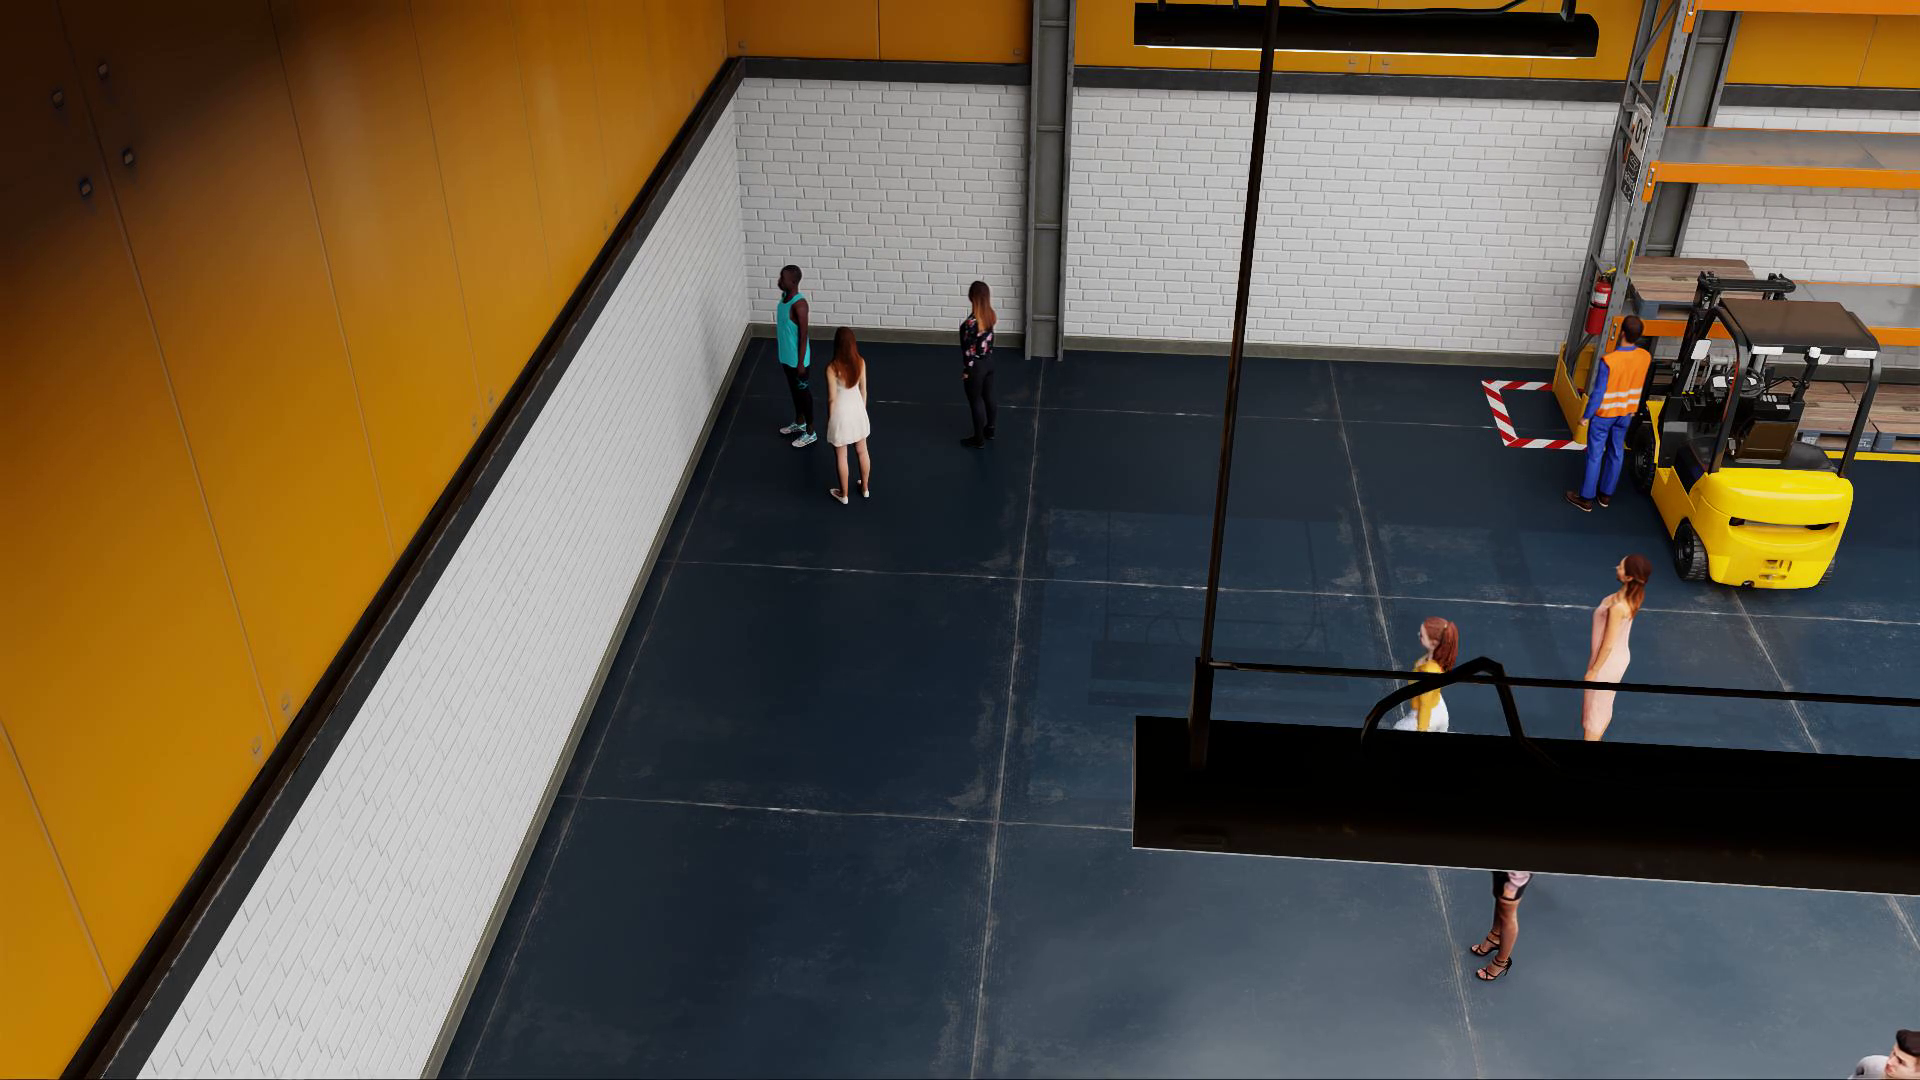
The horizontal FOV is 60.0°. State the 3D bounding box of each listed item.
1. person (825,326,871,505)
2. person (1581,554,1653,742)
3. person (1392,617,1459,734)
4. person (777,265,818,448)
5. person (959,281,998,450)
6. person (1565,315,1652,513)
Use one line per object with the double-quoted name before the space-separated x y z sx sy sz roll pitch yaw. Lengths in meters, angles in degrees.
"person" -0.996 -1.116 14.804 0.624 1.712 0.708 -18 37 -24
"person" 4.569 0.866 11.714 0.671 1.832 0.655 23 40 30
"person" 3.224 1.276 11.218 1.303 1.697 1.030 22 39 29
"person" -1.543 -1.746 15.663 0.703 1.810 0.700 -16 37 -22
"person" 0.183 -1.655 15.642 0.660 1.683 0.654 21 39 28
"person" 5.742 -1.123 14.678 0.697 1.863 0.846 -10 35 -15
